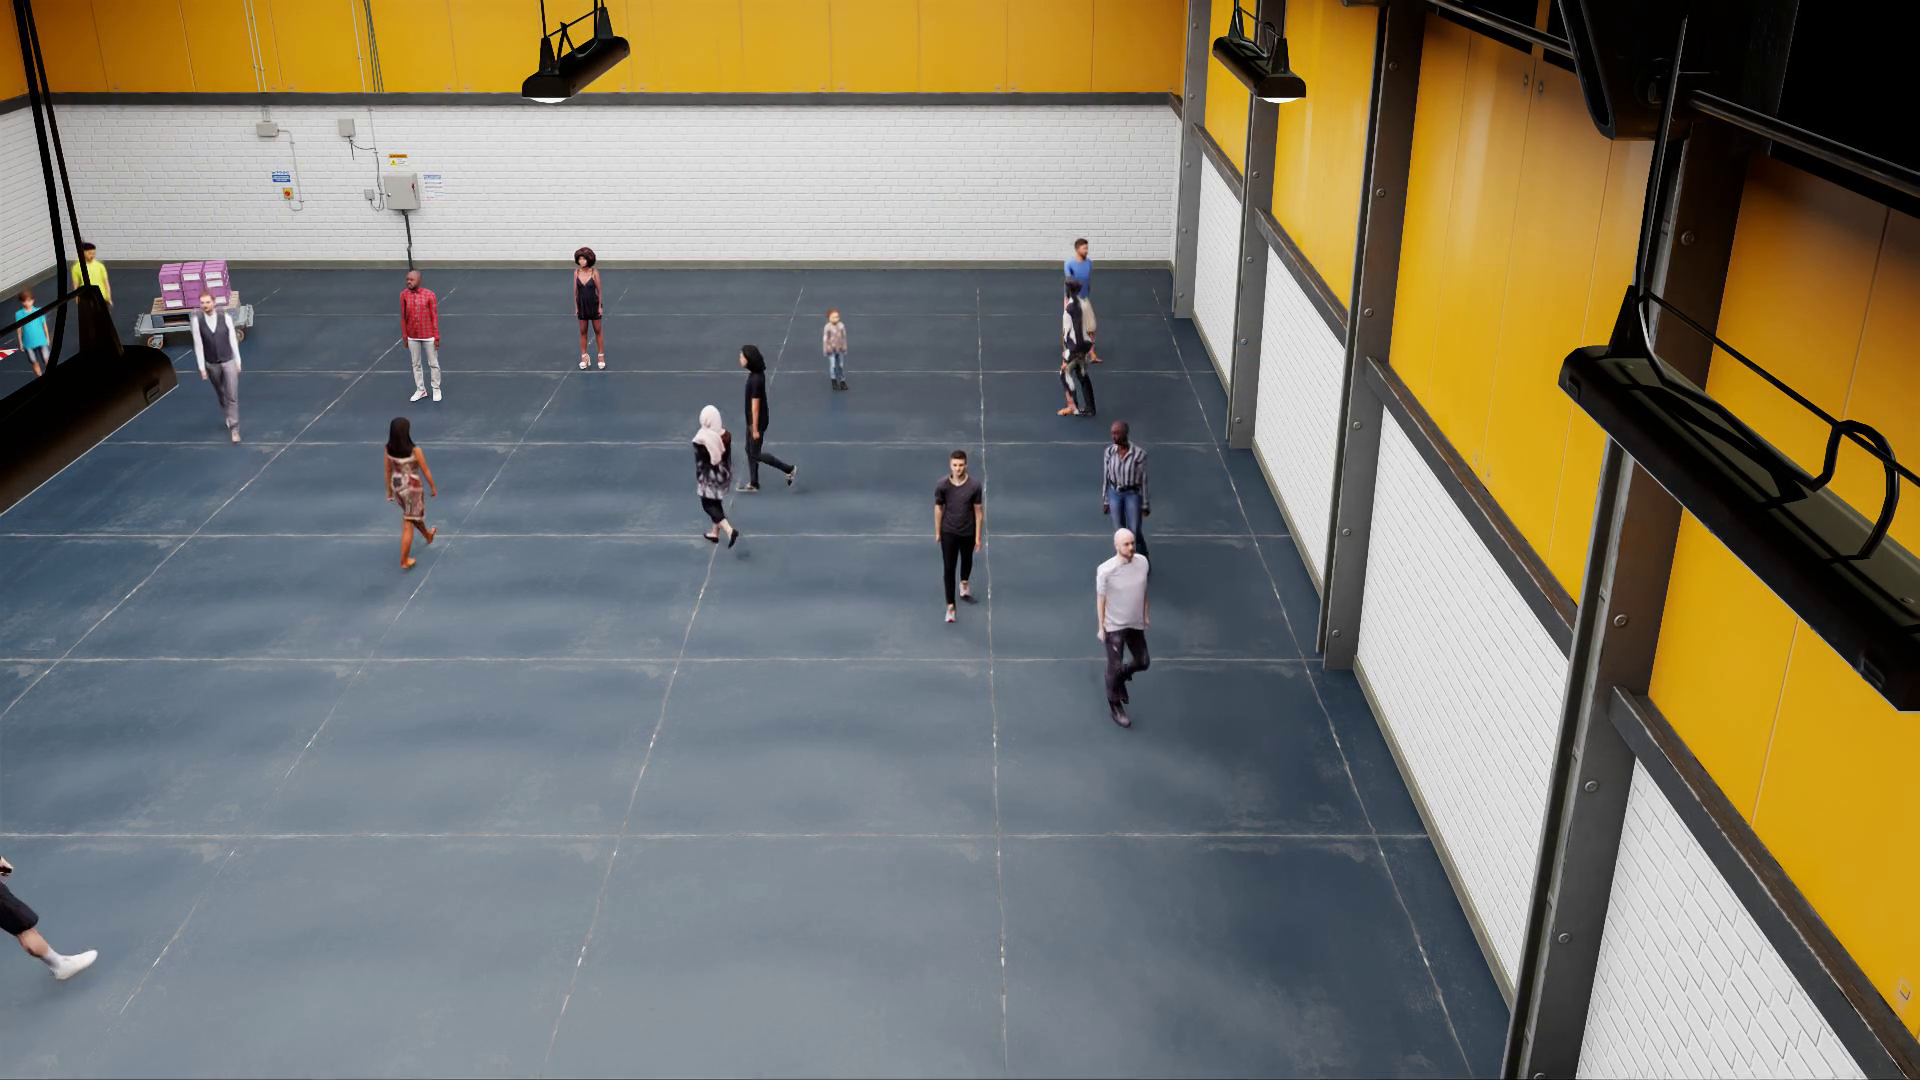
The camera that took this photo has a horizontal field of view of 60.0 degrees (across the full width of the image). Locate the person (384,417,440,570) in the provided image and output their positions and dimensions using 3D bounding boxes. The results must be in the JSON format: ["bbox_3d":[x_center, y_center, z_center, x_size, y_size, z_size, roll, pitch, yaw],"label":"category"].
[{"bbox_3d":[-5.910,-0.473,17.688,0.803,1.602,1.151,5,24,11],"label":"person"}]

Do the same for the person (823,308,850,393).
[{"bbox_3d":[-1.752,-2.675,23.262,0.631,1.172,0.822,-6,24,-14],"label":"person"}]

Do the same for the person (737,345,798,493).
[{"bbox_3d":[-2.308,-1.404,19.559,0.796,1.809,0.920,-4,24,-9],"label":"person"}]

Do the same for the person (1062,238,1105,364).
[{"bbox_3d":[1.655,-3.519,24.371,0.919,1.831,1.131,-11,26,-23],"label":"person"}]

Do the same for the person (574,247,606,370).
[{"bbox_3d":[-5.362,-3.355,24.050,0.561,1.788,0.531,1,24,2],"label":"person"}]

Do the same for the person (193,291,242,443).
[{"bbox_3d":[-9.555,-2.285,21.469,0.942,1.894,1.328,-8,25,-18],"label":"person"}]

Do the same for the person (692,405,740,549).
[{"bbox_3d":[-2.625,-0.661,18.094,0.956,1.622,1.017,-21,31,-40],"label":"person"}]

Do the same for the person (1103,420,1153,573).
[{"bbox_3d":[1.755,-0.406,17.327,0.823,1.768,0.873,7,25,16],"label":"person"}]

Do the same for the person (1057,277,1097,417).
[{"bbox_3d":[1.623,-2.522,22.067,0.844,1.850,0.767,3,24,6],"label":"person"}]

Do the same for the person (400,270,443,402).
[{"bbox_3d":[-7.378,-2.821,22.789,0.650,1.818,0.568,1,24,2],"label":"person"}]

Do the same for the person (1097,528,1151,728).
[{"bbox_3d":[1.404,0.713,14.698,0.847,1.824,0.936,-11,26,-23],"label":"person"}]

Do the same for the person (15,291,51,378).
[{"bbox_3d":[-12.908,-2.781,23.189,0.736,1.425,0.911,-10,26,-22],"label":"person"}]

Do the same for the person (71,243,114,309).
[{"bbox_3d":[-12.898,-3.597,24.746,0.838,1.673,0.906,-17,29,-34],"label":"person"}]

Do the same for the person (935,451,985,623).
[{"bbox_3d":[0.003,-0.104,16.701,0.631,1.716,1.126,0,24,-1],"label":"person"}]
